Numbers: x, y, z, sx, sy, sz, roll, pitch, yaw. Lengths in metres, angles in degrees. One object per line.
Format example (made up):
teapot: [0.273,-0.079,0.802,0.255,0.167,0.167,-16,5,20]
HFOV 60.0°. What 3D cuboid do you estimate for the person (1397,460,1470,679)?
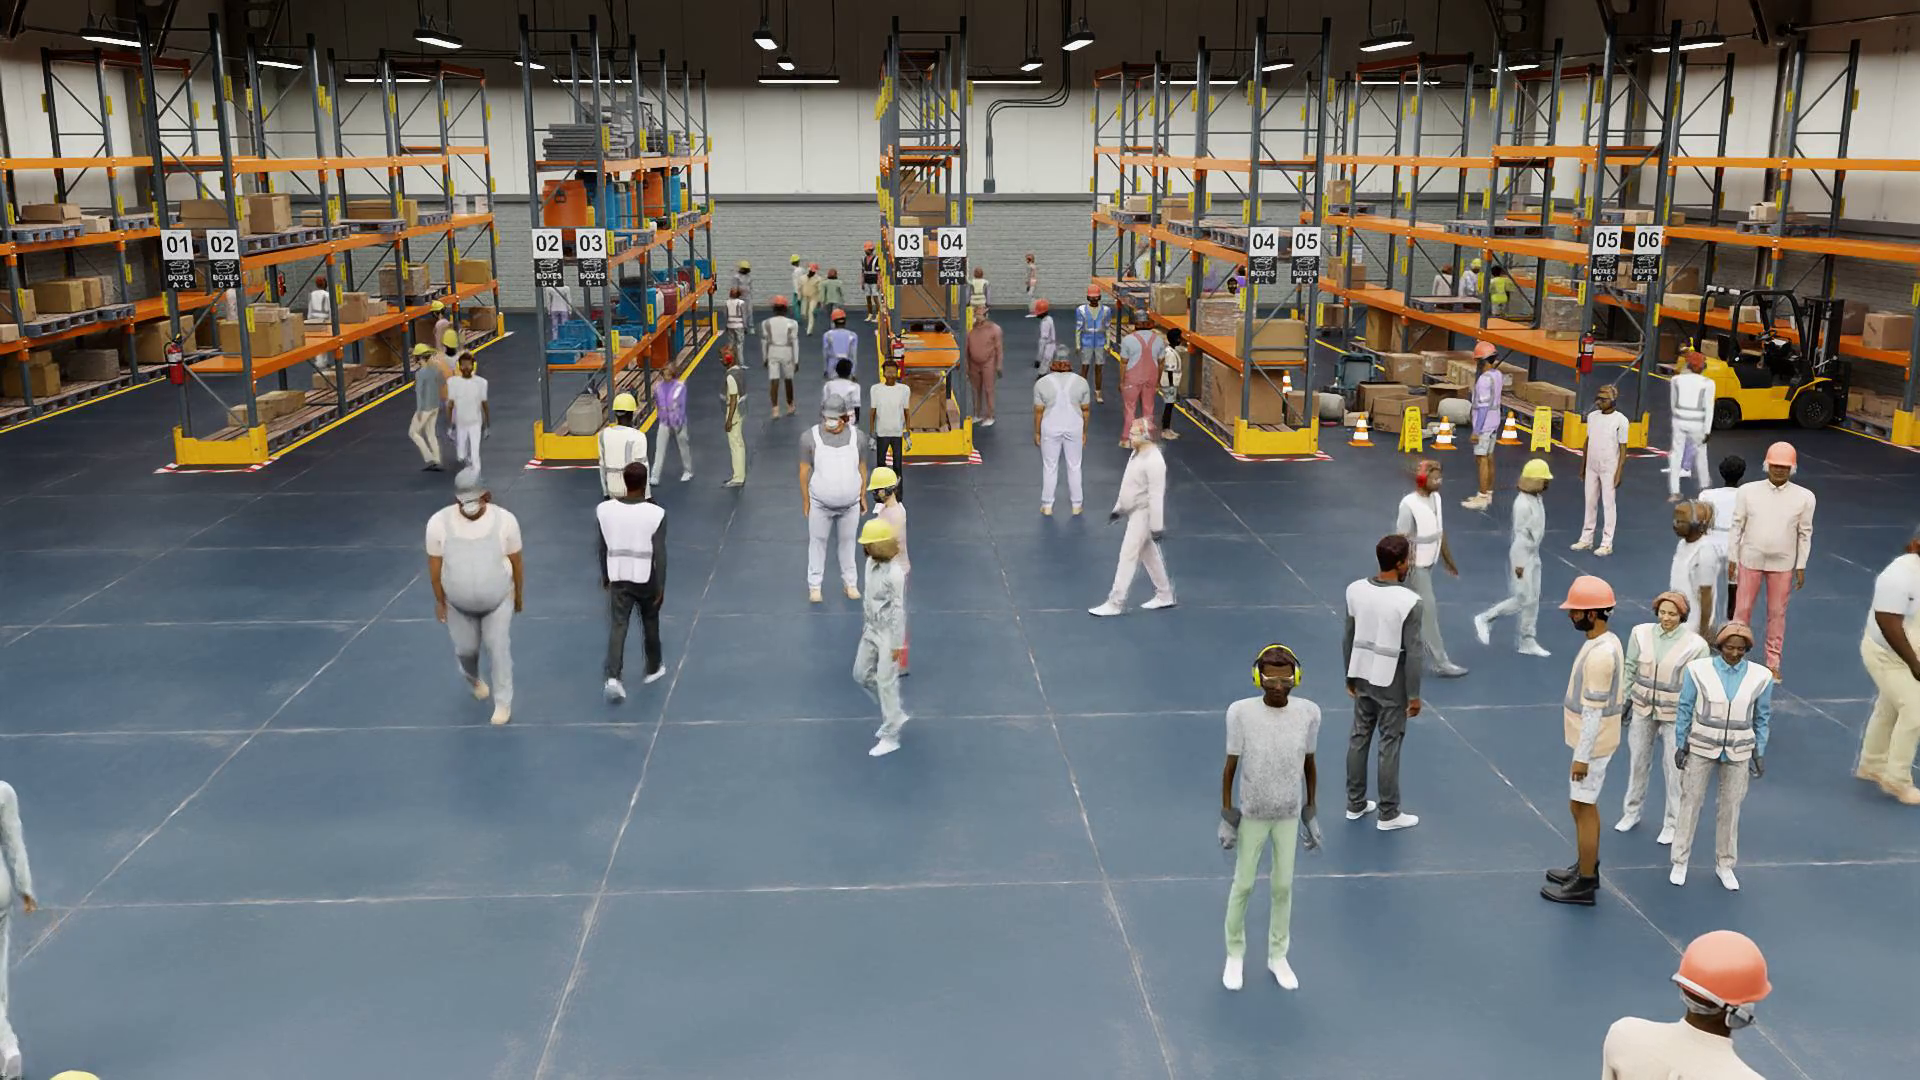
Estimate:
person: [3.896,0.232,13.787,0.827,1.806,0.589,10,16,36]

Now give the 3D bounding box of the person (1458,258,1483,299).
person: [11.986,-5.724,39.042,0.630,1.803,0.714,1,13,3]

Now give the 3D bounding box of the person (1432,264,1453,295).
person: [11.563,-5.806,39.787,0.528,1.599,0.519,3,14,14]

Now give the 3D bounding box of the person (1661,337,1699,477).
person: [9.633,-1.767,22.115,0.330,1.874,0.518,2,13,7]

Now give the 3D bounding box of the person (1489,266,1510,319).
person: [12.337,-5.468,38.231,0.526,1.660,0.528,-3,14,-13]

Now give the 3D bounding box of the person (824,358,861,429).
person: [-1.487,-1.524,21.529,0.547,1.655,0.824,4,14,16]

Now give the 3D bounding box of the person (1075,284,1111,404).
person: [2.277,-3.338,28.403,0.616,2.041,0.378,-1,13,-4]

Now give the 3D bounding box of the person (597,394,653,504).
person: [-3.347,-0.511,16.701,0.590,1.918,0.396,7,15,29]

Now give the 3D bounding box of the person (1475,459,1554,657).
person: [4.830,0.143,14.313,0.555,1.728,0.497,10,17,37]

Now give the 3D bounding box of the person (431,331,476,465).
person: [-6.951,-1.956,22.929,0.601,1.857,0.945,-3,14,-12]

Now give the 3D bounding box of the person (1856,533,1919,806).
person: [6.330,0.754,11.072,0.698,2.000,0.738,-9,16,-33]

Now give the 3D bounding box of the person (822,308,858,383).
person: [-1.843,-2.621,25.721,0.543,1.894,0.885,-3,14,-11]

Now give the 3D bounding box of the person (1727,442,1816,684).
person: [6.600,0.180,13.600,0.609,1.997,0.375,6,15,24]

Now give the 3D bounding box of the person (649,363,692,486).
person: [-3.741,-1.505,21.608,0.510,1.593,0.831,4,14,17]

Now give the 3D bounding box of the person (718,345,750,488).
person: [-2.911,-1.592,21.448,0.390,1.838,0.563,0,13,0]

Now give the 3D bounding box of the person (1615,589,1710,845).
person: [4.429,1.100,10.492,0.313,1.634,0.515,-12,18,-41]

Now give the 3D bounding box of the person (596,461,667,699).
person: [-2.626,0.310,13.298,0.600,1.887,0.920,1,13,6]

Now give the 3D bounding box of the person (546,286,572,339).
person: [-8.537,-4.867,35.477,0.532,1.768,0.311,-1,13,-4]

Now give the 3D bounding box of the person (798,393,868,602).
person: [-1.199,-0.415,16.026,0.673,2.000,0.536,-4,14,-16]

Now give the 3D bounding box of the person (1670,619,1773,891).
person: [4.476,1.256,9.807,0.511,1.640,0.308,3,14,14]

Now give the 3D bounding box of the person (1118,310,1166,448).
person: [2.617,-2.361,24.269,0.686,2.000,0.535,-4,14,-17]

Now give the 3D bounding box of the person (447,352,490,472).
person: [-6.142,-1.447,20.802,0.535,1.853,0.652,-2,13,-7]

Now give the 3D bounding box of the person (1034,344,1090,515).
person: [1.201,-1.319,19.854,0.674,2.000,0.535,0,13,-2]

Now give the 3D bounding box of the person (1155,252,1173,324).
person: [4.822,-6.012,40.083,0.643,1.885,0.687,-6,14,-23]

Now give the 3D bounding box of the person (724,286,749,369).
person: [-4.431,-4.197,32.910,0.523,1.638,0.310,8,15,31]

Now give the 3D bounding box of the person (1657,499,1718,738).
person: [5.295,0.597,12.190,0.414,1.826,0.551,1,13,4]

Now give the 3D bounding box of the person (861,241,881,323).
person: [-2.243,-6.453,41.642,0.611,2.029,0.409,10,17,37]

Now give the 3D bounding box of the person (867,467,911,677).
person: [-0.590,0.260,13.786,0.342,1.752,0.535,-4,14,-16]

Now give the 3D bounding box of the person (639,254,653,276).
person: [-7.859,-6.402,42.080,0.648,1.717,0.555,-6,14,-23]

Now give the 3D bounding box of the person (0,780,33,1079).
person: [-4.641,1.683,7.840,0.798,1.709,0.492,11,17,40]

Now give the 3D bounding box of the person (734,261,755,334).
person: [-5.108,-5.741,39.299,0.490,1.709,0.839,-5,14,-21]

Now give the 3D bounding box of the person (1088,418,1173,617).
person: [1.645,-0.222,15.591,0.863,1.866,0.644,-1,13,-5]

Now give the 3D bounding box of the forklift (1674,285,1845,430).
forklift: [12.503,-2.886,26.166,2.313,2.155,1.214,-1,13,-3]

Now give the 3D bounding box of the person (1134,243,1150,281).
person: [4.727,-6.809,43.409,0.497,1.892,0.672,-3,14,-13]

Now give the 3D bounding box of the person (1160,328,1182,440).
person: [3.158,-2.337,24.926,0.320,1.686,0.542,2,13,10]

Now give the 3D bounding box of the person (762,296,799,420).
person: [-2.909,-2.949,26.918,0.617,1.980,1.070,1,13,3]

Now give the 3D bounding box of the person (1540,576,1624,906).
person: [3.618,1.152,9.647,0.391,1.923,0.548,5,14,21]

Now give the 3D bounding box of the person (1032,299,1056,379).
person: [1.400,-3.059,27.535,0.391,1.898,0.629,2,14,10]

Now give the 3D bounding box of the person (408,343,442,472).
person: [-7.219,-1.768,22.383,0.405,1.741,0.565,2,13,10]

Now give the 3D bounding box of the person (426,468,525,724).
person: [-3.672,0.374,12.684,0.704,2.000,0.725,-3,14,-11]

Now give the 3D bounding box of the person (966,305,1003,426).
person: [0.348,-2.758,26.245,0.651,1.904,0.402,7,15,26]

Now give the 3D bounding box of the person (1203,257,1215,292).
person: [6.277,-6.332,41.985,0.525,1.612,0.458,-9,16,-34]

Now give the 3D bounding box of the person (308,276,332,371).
person: [-12.576,-4.242,32.701,0.640,1.847,0.735,5,14,22]

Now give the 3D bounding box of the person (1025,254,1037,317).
person: [1.831,-6.569,42.982,0.319,1.630,0.510,2,14,10]

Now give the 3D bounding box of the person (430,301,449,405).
person: [-8.852,-3.195,28.413,0.334,1.764,0.523,-1,13,-3]

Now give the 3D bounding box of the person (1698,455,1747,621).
person: [6.711,0.097,14.588,0.535,1.700,0.318,7,15,26]

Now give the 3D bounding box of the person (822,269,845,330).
person: [-2.923,-5.447,38.310,0.517,1.588,0.865,1,13,4]

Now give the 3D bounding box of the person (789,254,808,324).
person: [-3.982,-6.208,41.207,0.476,1.736,0.561,2,13,7]

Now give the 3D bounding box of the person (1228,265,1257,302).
person: [6.113,-5.038,36.040,0.627,1.844,0.429,3,14,13]

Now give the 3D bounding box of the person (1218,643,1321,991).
person: [1.602,1.426,8.597,0.533,1.868,0.309,-1,13,-3]

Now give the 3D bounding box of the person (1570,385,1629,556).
person: [6.893,-0.754,17.880,0.338,1.845,0.514,-9,16,-33]

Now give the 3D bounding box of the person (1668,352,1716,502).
person: [9.152,-1.433,20.769,0.580,1.828,1.008,11,17,39]

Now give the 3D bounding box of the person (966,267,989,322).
person: [0.417,-5.434,38.157,0.535,1.625,0.415,-1,13,-6]

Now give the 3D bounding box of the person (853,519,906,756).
person: [-0.559,0.684,12.021,0.373,1.733,0.524,-7,15,-28]

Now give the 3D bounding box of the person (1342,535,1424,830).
person: [2.704,0.908,10.685,0.399,1.919,0.590,-9,16,-35]

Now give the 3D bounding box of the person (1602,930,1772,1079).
person: [2.283,2.161,5.246,0.423,1.985,0.621,-10,16,-35]

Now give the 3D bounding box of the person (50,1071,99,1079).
person: [-2.515,2.358,4.873,0.530,1.766,0.318,-9,16,-34]

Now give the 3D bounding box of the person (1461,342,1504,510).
person: [6.323,-1.383,20.141,0.392,2.034,0.605,9,16,33]

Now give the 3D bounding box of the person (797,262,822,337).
person: [-3.508,-5.581,38.615,0.585,1.706,0.401,3,14,14]

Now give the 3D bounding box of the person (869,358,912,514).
person: [-0.831,-1.244,19.896,0.517,1.875,0.328,-1,13,-6]
